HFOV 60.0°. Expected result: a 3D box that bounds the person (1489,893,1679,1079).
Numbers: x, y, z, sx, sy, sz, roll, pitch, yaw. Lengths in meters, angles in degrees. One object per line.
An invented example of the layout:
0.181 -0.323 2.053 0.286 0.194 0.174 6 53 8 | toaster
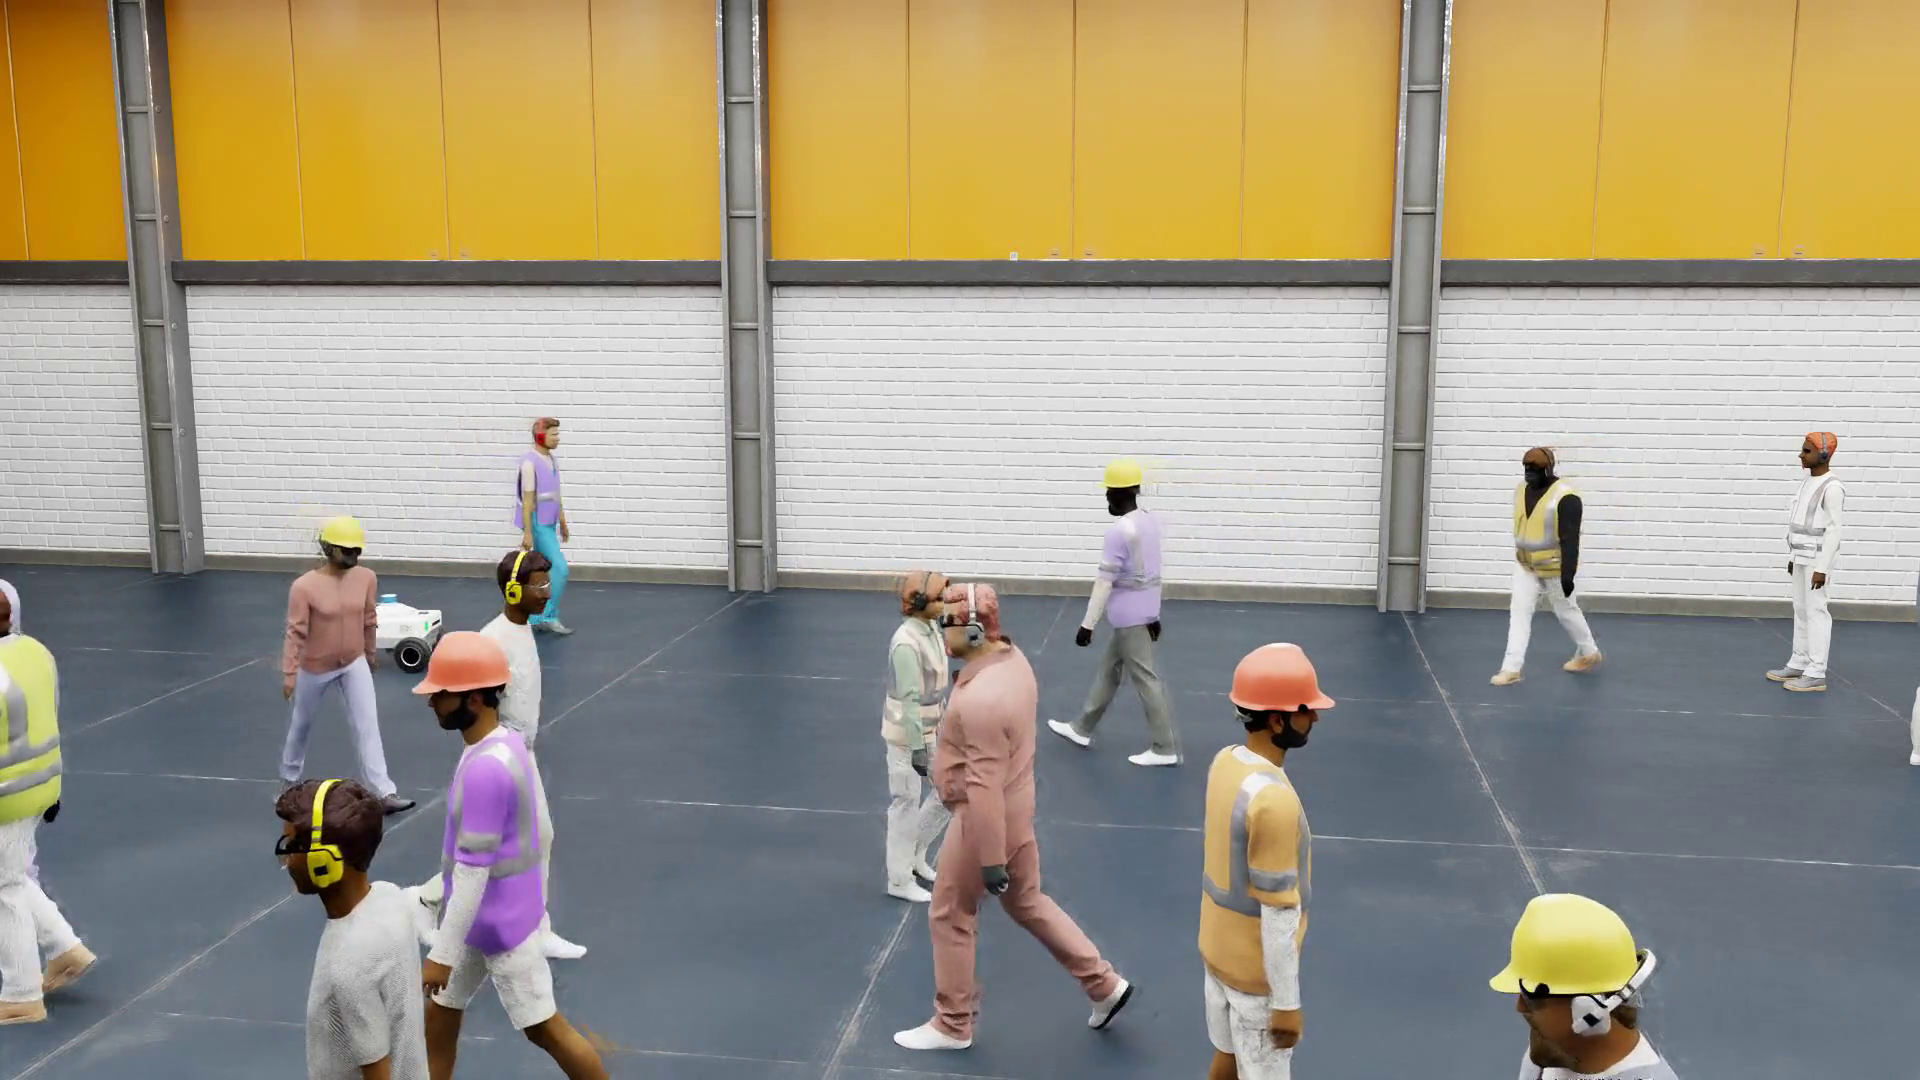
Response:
1.183 1.596 3.413 0.670 1.797 0.585 1 9 5 | person

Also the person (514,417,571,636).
-3.400 -0.104 13.805 0.565 1.820 0.595 1 9 5 | person

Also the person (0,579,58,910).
-4.588 0.856 7.719 0.842 1.872 0.663 7 12 37 | person

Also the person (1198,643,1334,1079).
0.914 1.261 5.031 0.375 1.939 0.546 -1 9 -8 | person

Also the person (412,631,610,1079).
-1.536 1.224 5.456 1.032 1.889 0.550 -3 10 -19 | person

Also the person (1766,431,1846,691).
6.161 0.152 12.049 0.355 1.883 0.575 1 9 6 | person

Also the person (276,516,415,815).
-3.513 0.696 9.274 0.975 1.693 0.580 8 12 42 | person

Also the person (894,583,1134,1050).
0.224 1.079 6.404 0.863 1.868 0.665 3 10 15 | person

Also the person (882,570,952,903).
-0.192 0.946 7.946 0.384 1.625 0.534 3 10 17 | person

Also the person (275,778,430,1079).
-1.420 1.469 3.979 0.310 1.864 0.534 -2 9 -13 | person

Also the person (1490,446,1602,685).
4.397 0.177 12.283 0.993 1.777 0.631 -5 10 -28 | person

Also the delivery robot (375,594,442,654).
-4.352 0.659 12.714 0.707 0.478 0.477 0 9 2 | delivery robot

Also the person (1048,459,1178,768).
0.945 0.443 10.238 0.955 1.878 0.610 5 10 27 | person

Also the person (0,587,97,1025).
-3.844 1.057 6.657 0.441 1.827 0.630 -1 9 -7 | person

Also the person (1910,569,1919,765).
6.004 0.601 10.046 0.280 1.633 0.502 -3 10 -18 | person

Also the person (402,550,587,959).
-2.047 0.950 7.265 0.719 1.838 0.554 1 9 5 | person
